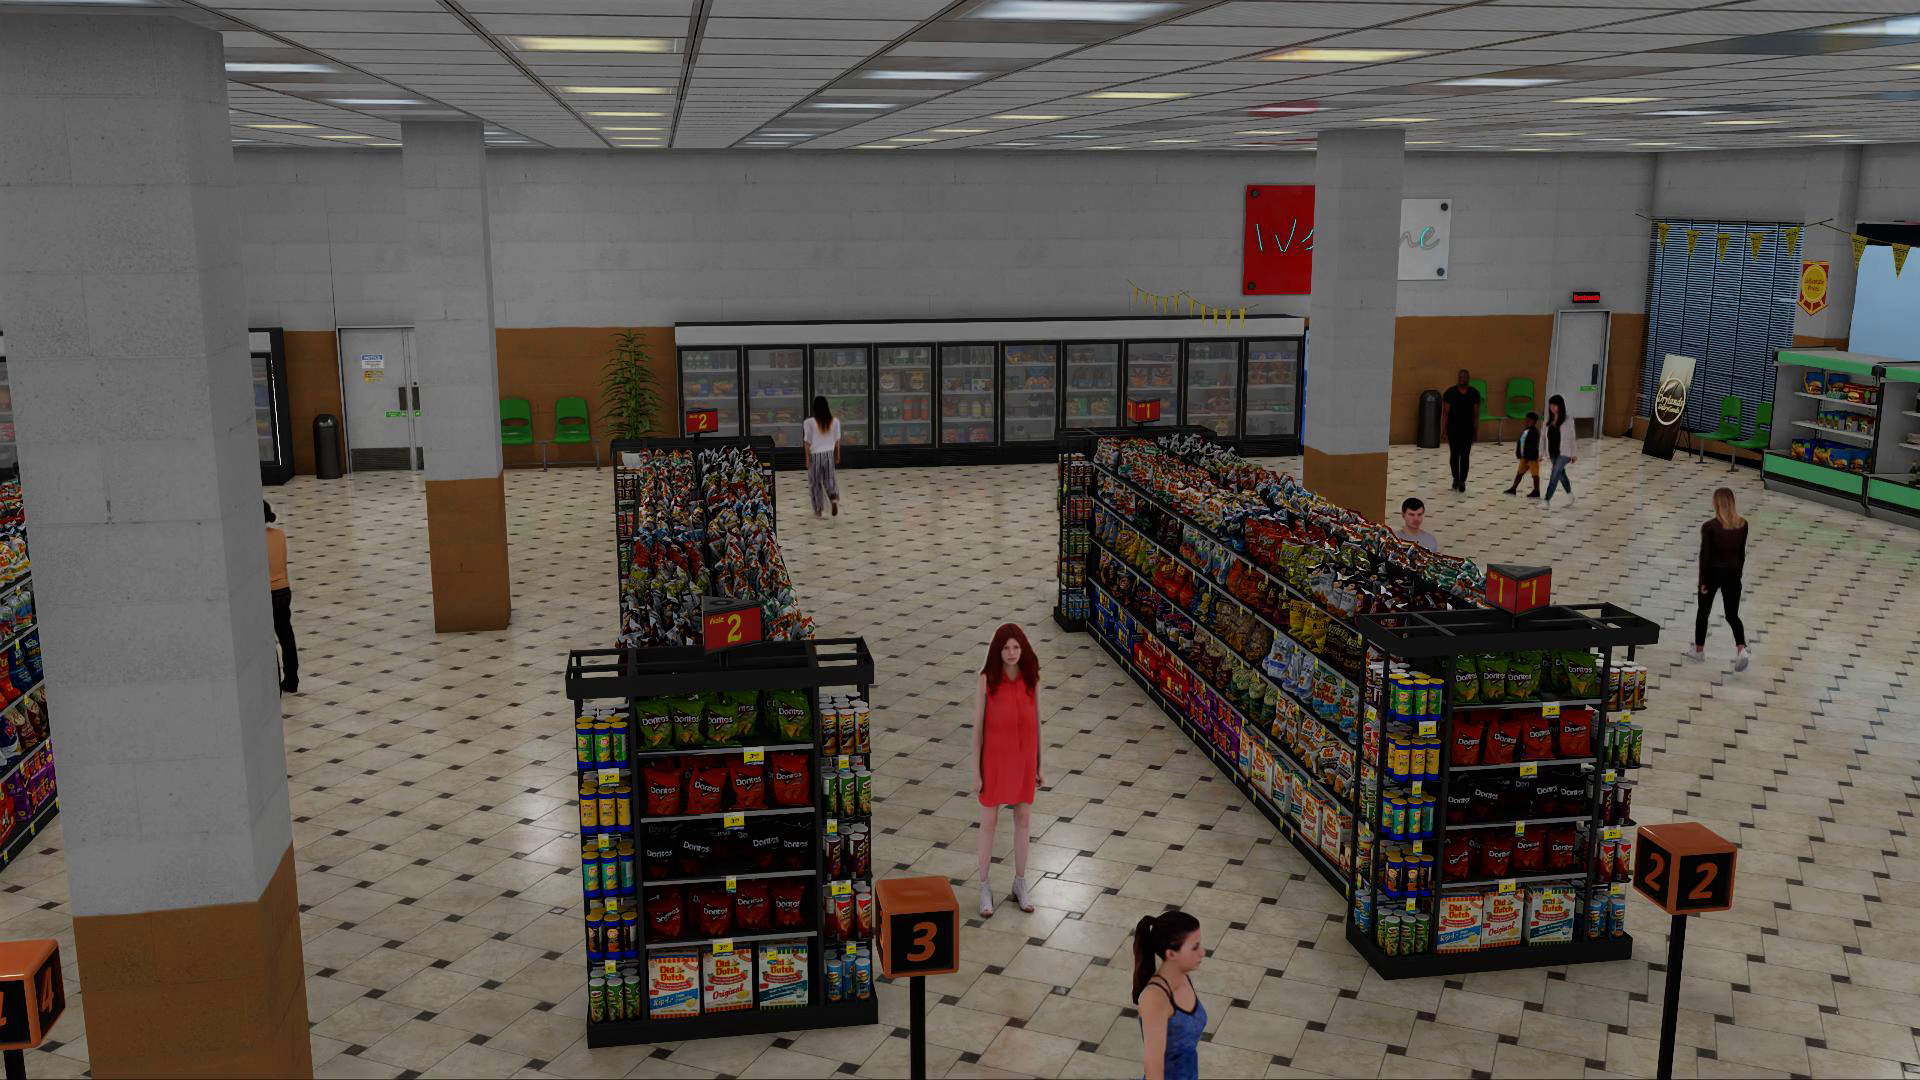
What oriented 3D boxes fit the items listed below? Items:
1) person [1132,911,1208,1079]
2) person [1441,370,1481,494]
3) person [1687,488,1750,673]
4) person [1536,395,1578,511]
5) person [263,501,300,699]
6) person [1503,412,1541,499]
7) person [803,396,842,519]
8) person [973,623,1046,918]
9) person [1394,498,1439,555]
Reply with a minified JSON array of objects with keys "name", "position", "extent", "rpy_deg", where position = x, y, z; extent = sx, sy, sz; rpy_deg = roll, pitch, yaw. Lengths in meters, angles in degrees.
[{"name":"person","position":[0.781,2.241,6.637],"extent":[0.913,1.600,0.885],"rpy_deg":[6,13,28]},{"name":"person","position":[7.327,-1.586,24.394],"extent":[1.006,1.772,1.268],"rpy_deg":[3,12,14]},{"name":"person","position":[7.036,0.390,15.262],"extent":[0.735,1.668,1.111],"rpy_deg":[0,12,0]},{"name":"person","position":[8.343,-1.190,22.989],"extent":[1.037,1.576,1.156],"rpy_deg":[-10,16,-40]},{"name":"person","position":[-6.013,0.512,14.474],"extent":[0.810,1.754,0.696],"rpy_deg":[4,12,17]},{"name":"person","position":[8.245,-1.206,23.869],"extent":[0.628,1.245,0.734],"rpy_deg":[-4,12,-16]},{"name":"person","position":[-1.835,-1.087,22.300],"extent":[0.775,1.659,0.982],"rpy_deg":[-4,13,-20]},{"name":"person","position":[0.294,1.390,10.130],"extent":[0.616,1.826,0.528],"rpy_deg":[-3,12,-15]},{"name":"person","position":[3.786,0.545,14.092],"extent":[0.634,1.847,0.560],"rpy_deg":[-1,12,-6]}]
